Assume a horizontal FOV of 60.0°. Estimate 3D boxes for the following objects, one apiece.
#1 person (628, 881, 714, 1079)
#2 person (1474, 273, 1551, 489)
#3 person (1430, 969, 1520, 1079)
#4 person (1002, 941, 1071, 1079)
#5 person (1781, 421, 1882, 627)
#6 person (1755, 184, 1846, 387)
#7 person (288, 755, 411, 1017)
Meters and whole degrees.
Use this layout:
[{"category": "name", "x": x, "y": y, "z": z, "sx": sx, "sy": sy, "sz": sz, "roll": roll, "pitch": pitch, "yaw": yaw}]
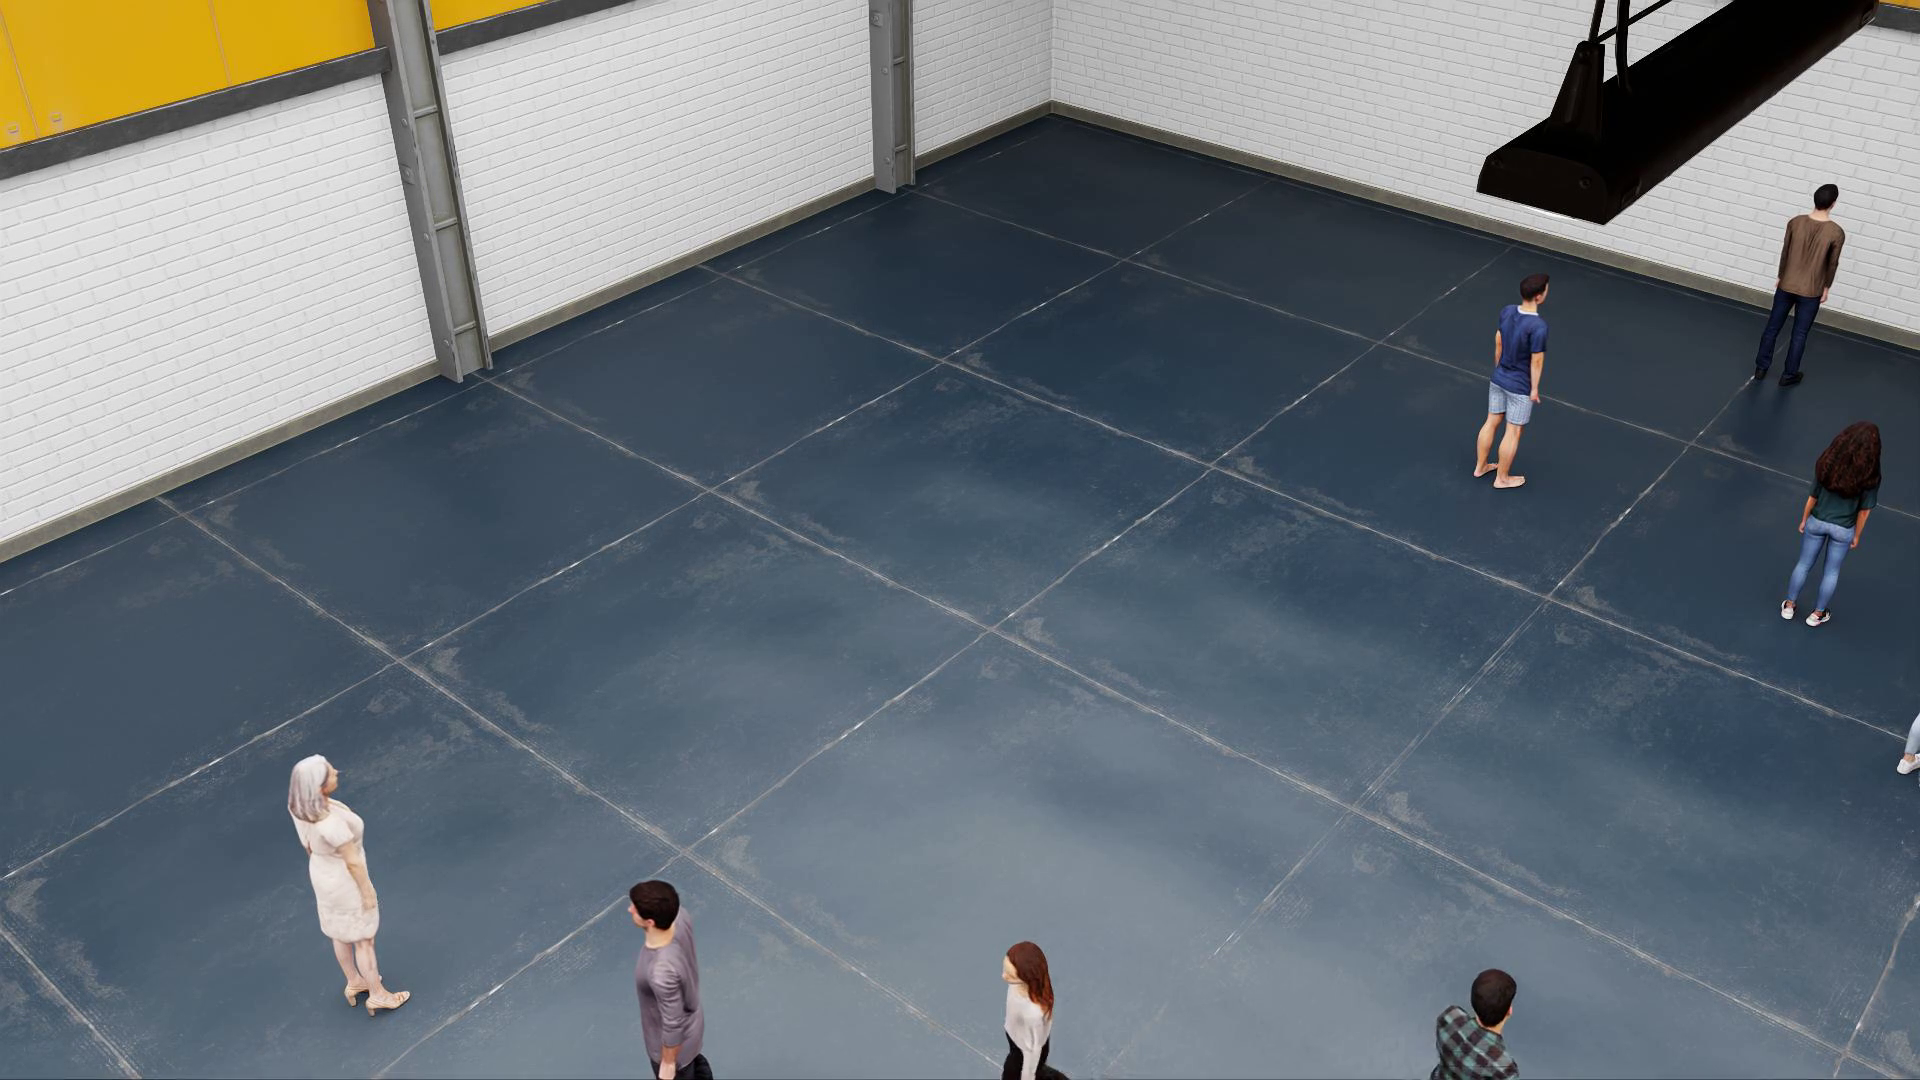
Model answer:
[{"category": "person", "x": -1.363, "y": 2.323, "z": 7.986, "sx": 0.798, "sy": 1.853, "sz": 0.716, "roll": 0, "pitch": 34, "yaw": 0}, {"category": "person", "x": 4.471, "y": -1.289, "z": 13.425, "sx": 0.664, "sy": 1.848, "sz": 0.688, "roll": -18, "pitch": 37, "yaw": -25}, {"category": "person", "x": 2.255, "y": 2.709, "z": 7.782, "sx": 1.195, "sy": 1.670, "sz": 0.853, "roll": -21, "pitch": 39, "yaw": -28}, {"category": "person", "x": 0.399, "y": 2.452, "z": 8.144, "sx": 0.925, "sy": 1.464, "sz": 0.880, "roll": -1, "pitch": 34, "yaw": -1}, {"category": "person", "x": 6.225, "y": -0.118, "z": 11.878, "sx": 0.598, "sy": 1.612, "sz": 0.586, "roll": 23, "pitch": 40, "yaw": 30}, {"category": "person", "x": 7.529, "y": -2.283, "z": 14.884, "sx": 0.646, "sy": 1.889, "sz": 0.565, "roll": 27, "pitch": 42, "yaw": 34}, {"category": "person", "x": -3.277, "y": 1.840, "z": 8.819, "sx": 0.597, "sy": 1.735, "sz": 0.551, "roll": 23, "pitch": 40, "yaw": 30}]
